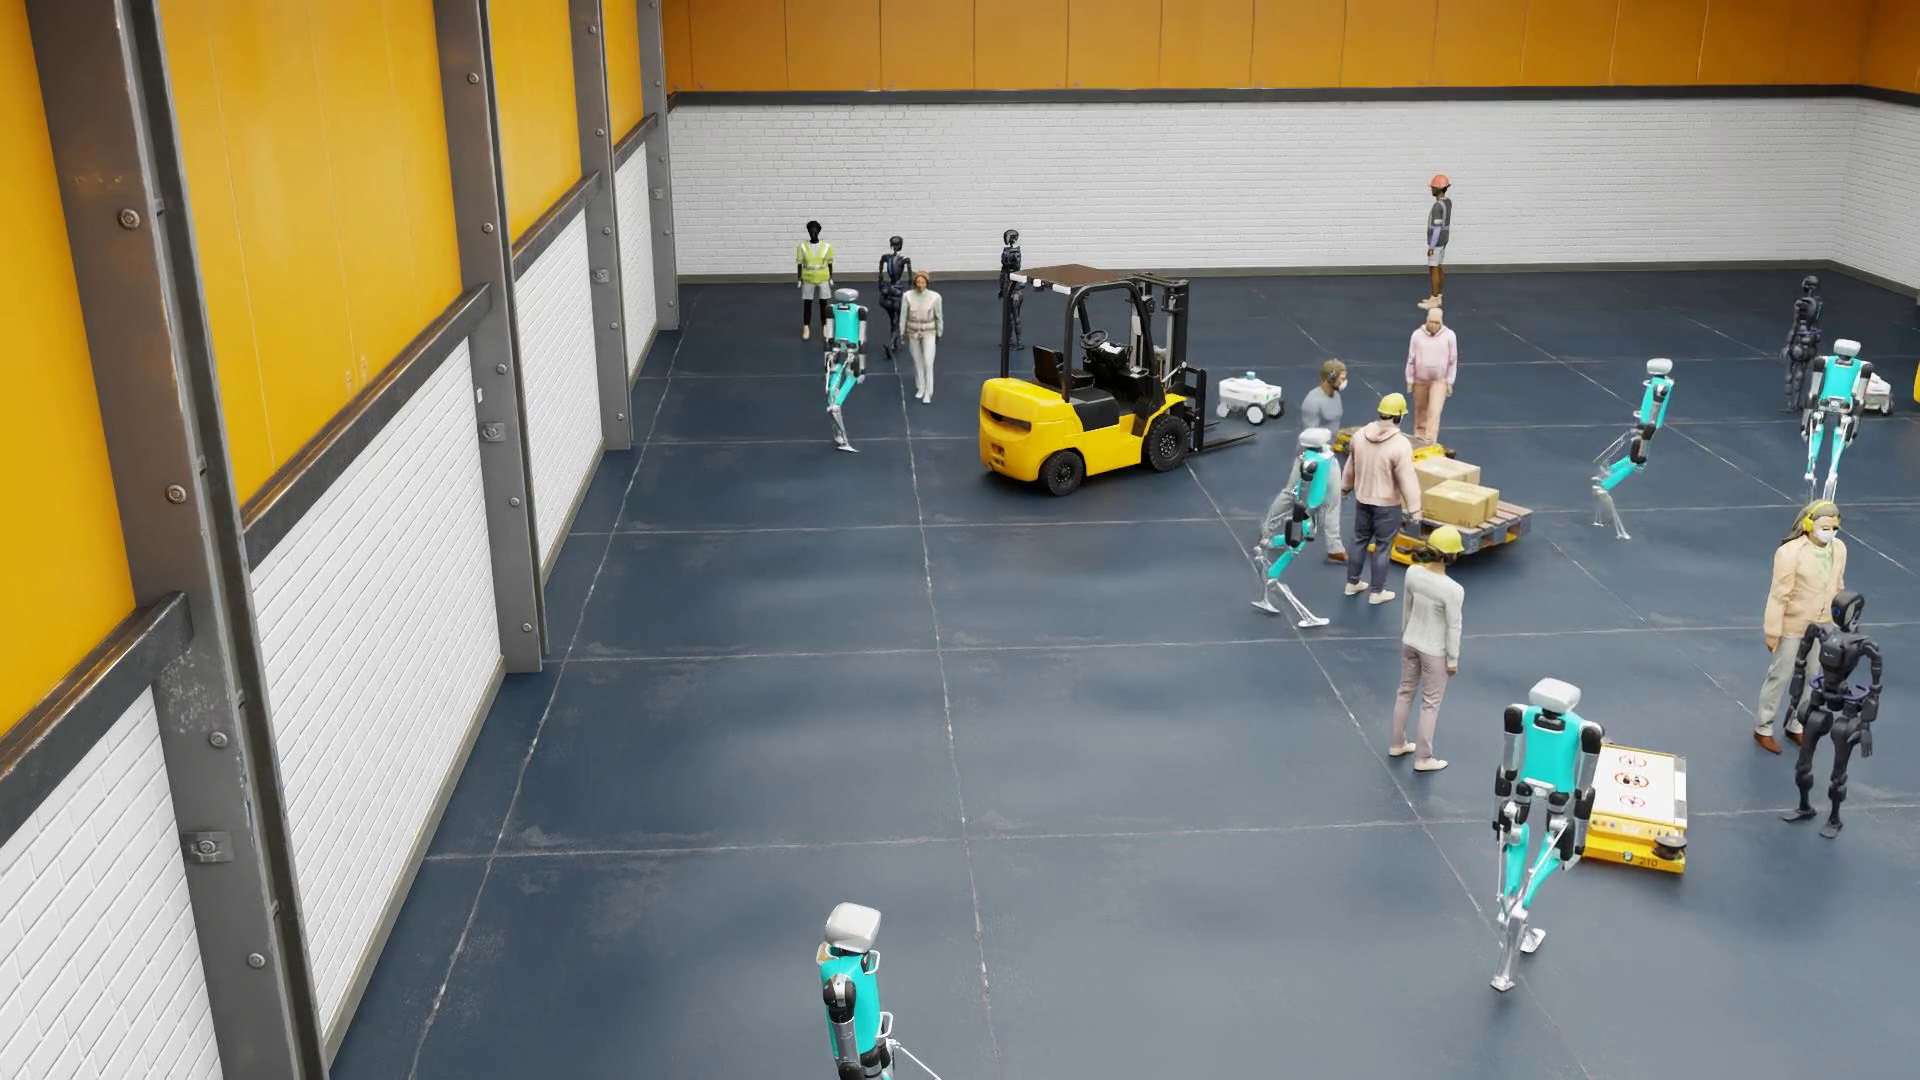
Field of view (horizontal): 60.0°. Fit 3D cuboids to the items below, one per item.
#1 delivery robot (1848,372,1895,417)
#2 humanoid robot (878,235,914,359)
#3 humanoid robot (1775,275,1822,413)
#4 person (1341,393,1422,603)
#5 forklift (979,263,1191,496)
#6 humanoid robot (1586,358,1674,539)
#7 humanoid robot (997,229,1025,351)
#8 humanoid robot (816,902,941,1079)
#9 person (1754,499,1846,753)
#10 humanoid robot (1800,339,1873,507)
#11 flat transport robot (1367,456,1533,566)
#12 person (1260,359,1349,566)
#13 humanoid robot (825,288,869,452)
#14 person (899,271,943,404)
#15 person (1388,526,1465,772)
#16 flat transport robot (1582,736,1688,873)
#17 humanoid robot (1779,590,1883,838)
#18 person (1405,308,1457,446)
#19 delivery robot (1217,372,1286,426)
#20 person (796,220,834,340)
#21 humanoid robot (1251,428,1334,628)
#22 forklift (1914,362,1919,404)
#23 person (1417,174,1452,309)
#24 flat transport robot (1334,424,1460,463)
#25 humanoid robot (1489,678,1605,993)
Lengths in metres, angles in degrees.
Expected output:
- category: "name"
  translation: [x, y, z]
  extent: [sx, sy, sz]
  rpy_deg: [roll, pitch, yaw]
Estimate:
- category: "delivery robot"
  translation: [10.947, -1.799, 20.143]
  extent: [0.499, 0.614, 0.808]
  rpy_deg: [1, 20, 3]
- category: "humanoid robot"
  translation: [-0.929, -3.321, 22.674]
  extent: [0.589, 1.635, 0.699]
  rpy_deg: [11, 23, 27]
- category: "humanoid robot"
  translation: [10.141, -2.361, 20.012]
  extent: [0.592, 1.648, 0.328]
  rpy_deg: [-14, 24, -33]
- category: "person"
  translation: [3.591, -0.353, 14.294]
  extent: [0.434, 1.853, 0.819]
  rpy_deg: [-16, 25, -36]
- category: "forklift"
  translation: [1.315, -1.764, 17.646]
  extent: [2.313, 2.155, 1.214]
  rpy_deg: [-14, 24, -33]
- category: "humanoid robot"
  translation: [6.293, -0.866, 15.903]
  extent: [0.796, 1.804, 0.530]
  rpy_deg: [7, 21, 18]
- category: "humanoid robot"
  translation: [0.717, -3.465, 23.004]
  extent: [0.315, 1.657, 0.599]
  rpy_deg: [-8, 22, -20]
- category: "humanoid robot"
  translation: [-0.218, 2.302, 7.030]
  extent: [0.735, 1.677, 0.533]
  rpy_deg: [1, 20, 3]
- category: "person"
  translation: [5.902, 0.592, 11.704]
  extent: [0.569, 1.869, 0.403]
  rpy_deg: [-5, 21, -13]
- category: "humanoid robot"
  translation: [8.521, -0.996, 16.290]
  extent: [0.548, 1.831, 0.895]
  rpy_deg: [10, 22, 24]
- category: "flat transport robot"
  translation: [4.570, -0.028, 15.702]
  extent: [1.431, 0.231, 0.659]
  rpy_deg: [-15, 25, -35]
- category: "person"
  translation: [3.246, -0.742, 15.318]
  extent: [0.687, 1.886, 1.015]
  rpy_deg: [-18, 27, -40]
- category: "humanoid robot"
  translation: [-1.372, -1.862, 18.571]
  extent: [0.589, 1.769, 0.882]
  rpy_deg: [9, 22, 24]
- category: "person"
  translation: [-0.496, -2.479, 20.428]
  extent: [0.511, 1.617, 0.708]
  rpy_deg: [5, 21, 12]
- category: "person"
  translation: [3.244, 0.736, 11.461]
  extent: [0.338, 1.760, 0.527]
  rpy_deg: [-11, 23, -27]
- category: "flat transport robot"
  translation: [4.416, 1.716, 10.951]
  extent: [0.659, 0.231, 1.431]
  rpy_deg: [8, 22, 20]
- category: "humanoid robot"
  translation: [5.577, 1.096, 10.594]
  extent: [0.353, 1.649, 0.595]
  rpy_deg: [-13, 24, -31]
- category: "person"
  translation: [5.160, -1.733, 18.287]
  extent: [0.540, 1.681, 1.075]
  rpy_deg: [9, 22, 22]
- category: "delivery robot"
  translation: [3.464, -1.707, 19.835]
  extent: [0.757, 0.575, 0.499]
  rpy_deg: [17, 26, 38]
- category: "person"
  translation: [-2.051, -3.685, 23.592]
  extent: [0.539, 1.695, 0.317]
  rpy_deg: [-2, 20, -6]
- category: "humanoid robot"
  translation: [2.684, -0.113, 13.828]
  extent: [0.937, 1.757, 0.554]
  rpy_deg: [12, 23, 29]
- category: "forklift"
  translation: [12.602, -2.435, 19.475]
  extent: [2.313, 2.155, 1.214]
  rpy_deg: [-1, 20, -4]
- category: "person"
  translation: [7.283, -4.568, 25.504]
  extent: [0.389, 2.040, 0.613]
  rpy_deg: [11, 23, 28]
- category: "flat transport robot"
  translation: [4.744, -1.006, 18.367]
  extent: [0.659, 0.231, 1.431]
  rpy_deg: [-13, 24, -31]
- category: "humanoid robot"
  translation: [3.049, 1.673, 9.009]
  extent: [0.538, 1.763, 1.029]
  rpy_deg: [15, 25, 35]
